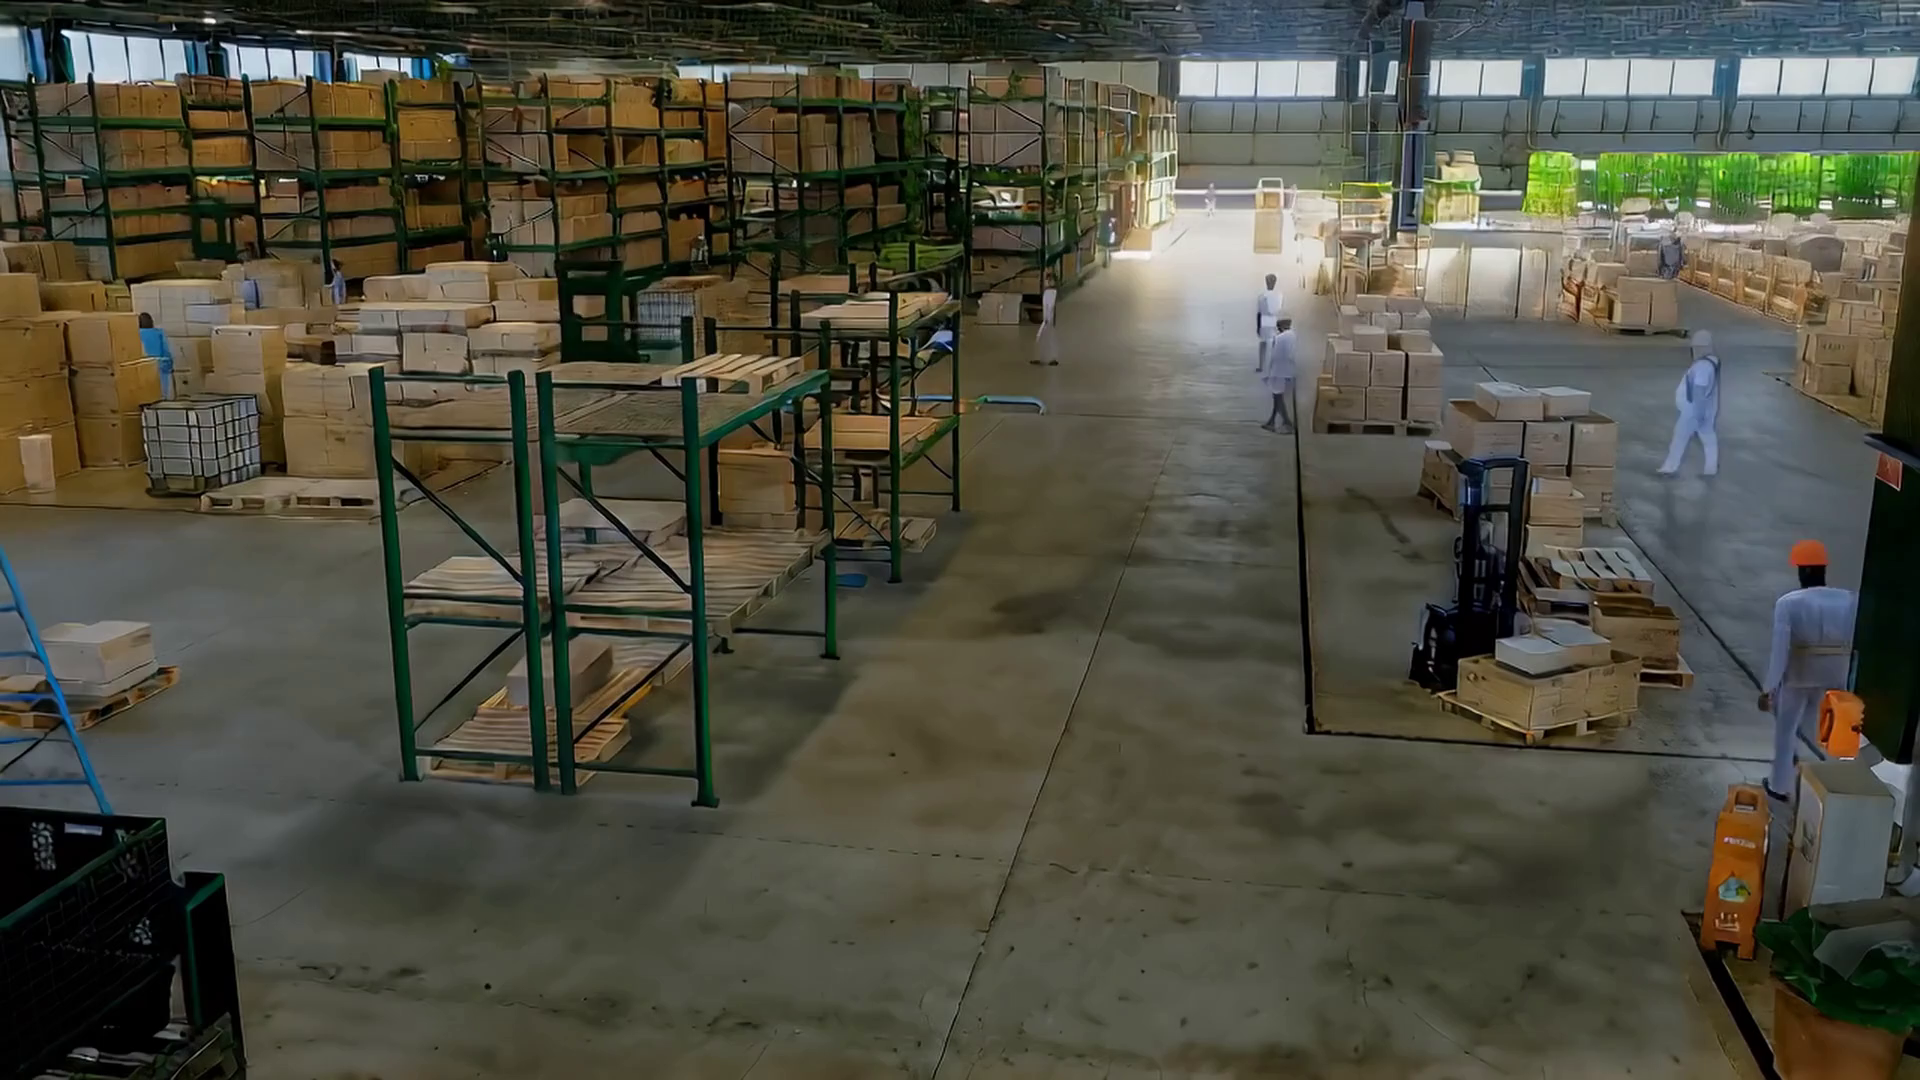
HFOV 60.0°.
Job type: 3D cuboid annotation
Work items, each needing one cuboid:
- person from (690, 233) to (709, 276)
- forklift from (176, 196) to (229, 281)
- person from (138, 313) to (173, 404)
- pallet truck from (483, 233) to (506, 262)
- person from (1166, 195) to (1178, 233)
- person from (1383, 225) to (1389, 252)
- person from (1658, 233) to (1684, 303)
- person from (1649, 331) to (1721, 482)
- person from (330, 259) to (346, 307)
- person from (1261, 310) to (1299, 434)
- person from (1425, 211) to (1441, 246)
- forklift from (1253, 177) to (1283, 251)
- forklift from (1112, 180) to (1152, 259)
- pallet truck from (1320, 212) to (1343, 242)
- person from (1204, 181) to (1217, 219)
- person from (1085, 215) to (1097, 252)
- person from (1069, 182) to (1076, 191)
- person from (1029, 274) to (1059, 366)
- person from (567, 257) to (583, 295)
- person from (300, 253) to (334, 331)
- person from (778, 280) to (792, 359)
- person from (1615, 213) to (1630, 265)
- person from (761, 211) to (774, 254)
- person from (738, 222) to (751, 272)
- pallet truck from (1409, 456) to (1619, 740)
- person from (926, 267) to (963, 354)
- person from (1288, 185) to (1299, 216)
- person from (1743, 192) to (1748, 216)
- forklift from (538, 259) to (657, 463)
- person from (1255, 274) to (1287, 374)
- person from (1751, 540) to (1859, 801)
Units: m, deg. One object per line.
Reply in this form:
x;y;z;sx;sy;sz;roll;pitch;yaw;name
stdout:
-6.996;-7.265;44.643;0.545;1.938;0.360;3;14;11;person
-20.891;-8.159;46.327;1.129;2.768;1.873;3;14;10;forklift
-12.651;-2.636;26.056;0.429;1.839;0.622;12;19;41;person
-11.832;-7.026;43.548;1.885;1.965;0.823;8;16;28;pallet truck
9.756;-15.040;76.609;0.524;1.741;0.770;3;14;11;person
14.427;-9.882;55.912;0.281;1.625;0.495;-10;17;-36;person
19.363;-7.400;45.310;0.664;1.881;0.753;3;14;13;person
9.795;-1.809;22.277;0.682;2.000;0.921;-13;19;-43;person
-14.465;-5.689;38.734;0.322;1.697;0.533;-6;15;-22;person
4.954;-2.595;25.758;0.636;1.902;0.596;12;18;39;person
15.983;-10.083;55.985;1.042;1.991;0.620;12;19;41;person
12.083;-12.747;64.956;1.129;2.768;1.873;3;14;10;forklift
6.082;-11.722;60.796;1.873;2.768;1.129;2;14;9;forklift
15.874;-13.227;70.310;0.680;1.201;1.601;10;17;35;pallet truck
13.335;-18.092;88.536;0.629;1.977;0.674;-6;15;-22;person
4.643;-10.503;58.228;0.871;1.729;0.529;1;14;4;person
6.008;-18.062;88.491;0.624;1.929;0.678;-1;14;-2;person
1.684;-4.346;32.977;0.768;1.840;0.575;-8;16;-29;person
-9.359;-6.024;40.235;0.522;1.631;0.317;-1;14;-2;person
-14.773;-5.589;37.984;1.013;1.889;0.641;-11;17;-37;person
-3.591;-4.490;33.982;0.310;1.642;0.514;4;14;17;person
23.136;-10.515;58.087;0.404;1.821;0.597;11;17;37;person
-7.307;-11.667;63.158;0.493;1.624;0.280;-1;14;-4;person
-7.200;-9.810;55.491;0.319;1.690;0.535;11;18;37;person
4.504;0.400;13.395;0.823;1.965;1.885;-6;15;-23;pallet truck
-0.395;-4.818;34.826;0.971;1.867;0.625;10;17;35;person
18.283;-18.558;90.935;0.822;1.726;0.554;-6;15;-23;person
37.710;-15.854;79.754;0.599;1.817;0.403;-6;15;-23;person
-5.261;-2.614;23.817;1.129;2.768;1.873;3;14;10;forklift
5.978;-4.118;31.867;0.624;1.942;0.769;-3;14;-10;person
5.843;0.955;11.446;0.679;1.898;0.602;-1;14;-3;person
